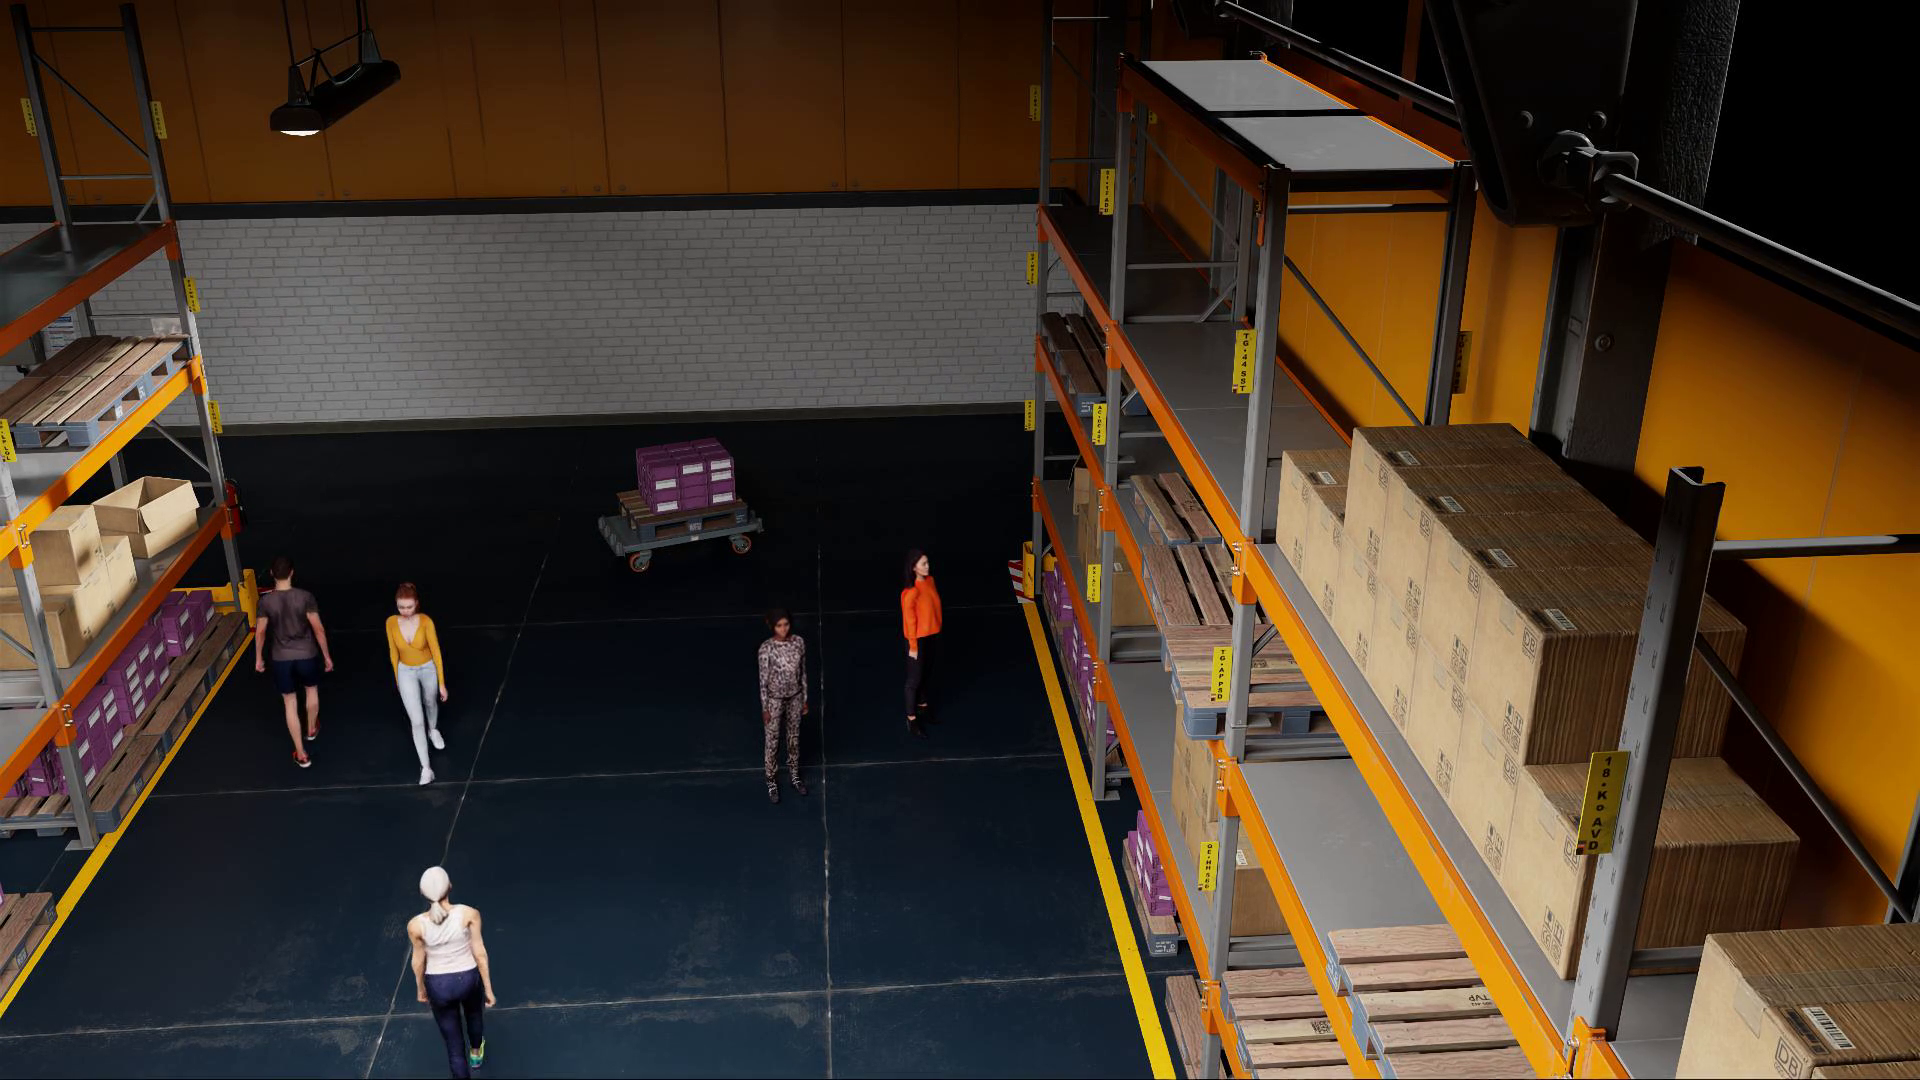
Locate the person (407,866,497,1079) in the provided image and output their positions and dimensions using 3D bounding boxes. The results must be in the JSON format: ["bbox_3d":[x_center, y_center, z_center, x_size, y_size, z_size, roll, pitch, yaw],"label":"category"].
[{"bbox_3d":[-3.089,2.827,10.206,0.777,1.671,1.054,-7,24,-15],"label":"person"}]

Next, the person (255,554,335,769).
[{"bbox_3d":[-5.621,1.056,14.076,0.959,1.817,1.115,-11,26,-23],"label":"person"}]

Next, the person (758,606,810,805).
[{"bbox_3d":[-1.440,1.324,13.593,0.647,1.713,0.663,-11,26,-23],"label":"person"}]

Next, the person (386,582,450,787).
[{"bbox_3d":[-4.559,1.134,14.050,0.720,1.694,1.238,-6,24,-13],"label":"person"}]

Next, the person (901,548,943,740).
[{"bbox_3d":[-0.355,0.877,14.573,0.767,1.747,0.658,10,26,23],"label":"person"}]
